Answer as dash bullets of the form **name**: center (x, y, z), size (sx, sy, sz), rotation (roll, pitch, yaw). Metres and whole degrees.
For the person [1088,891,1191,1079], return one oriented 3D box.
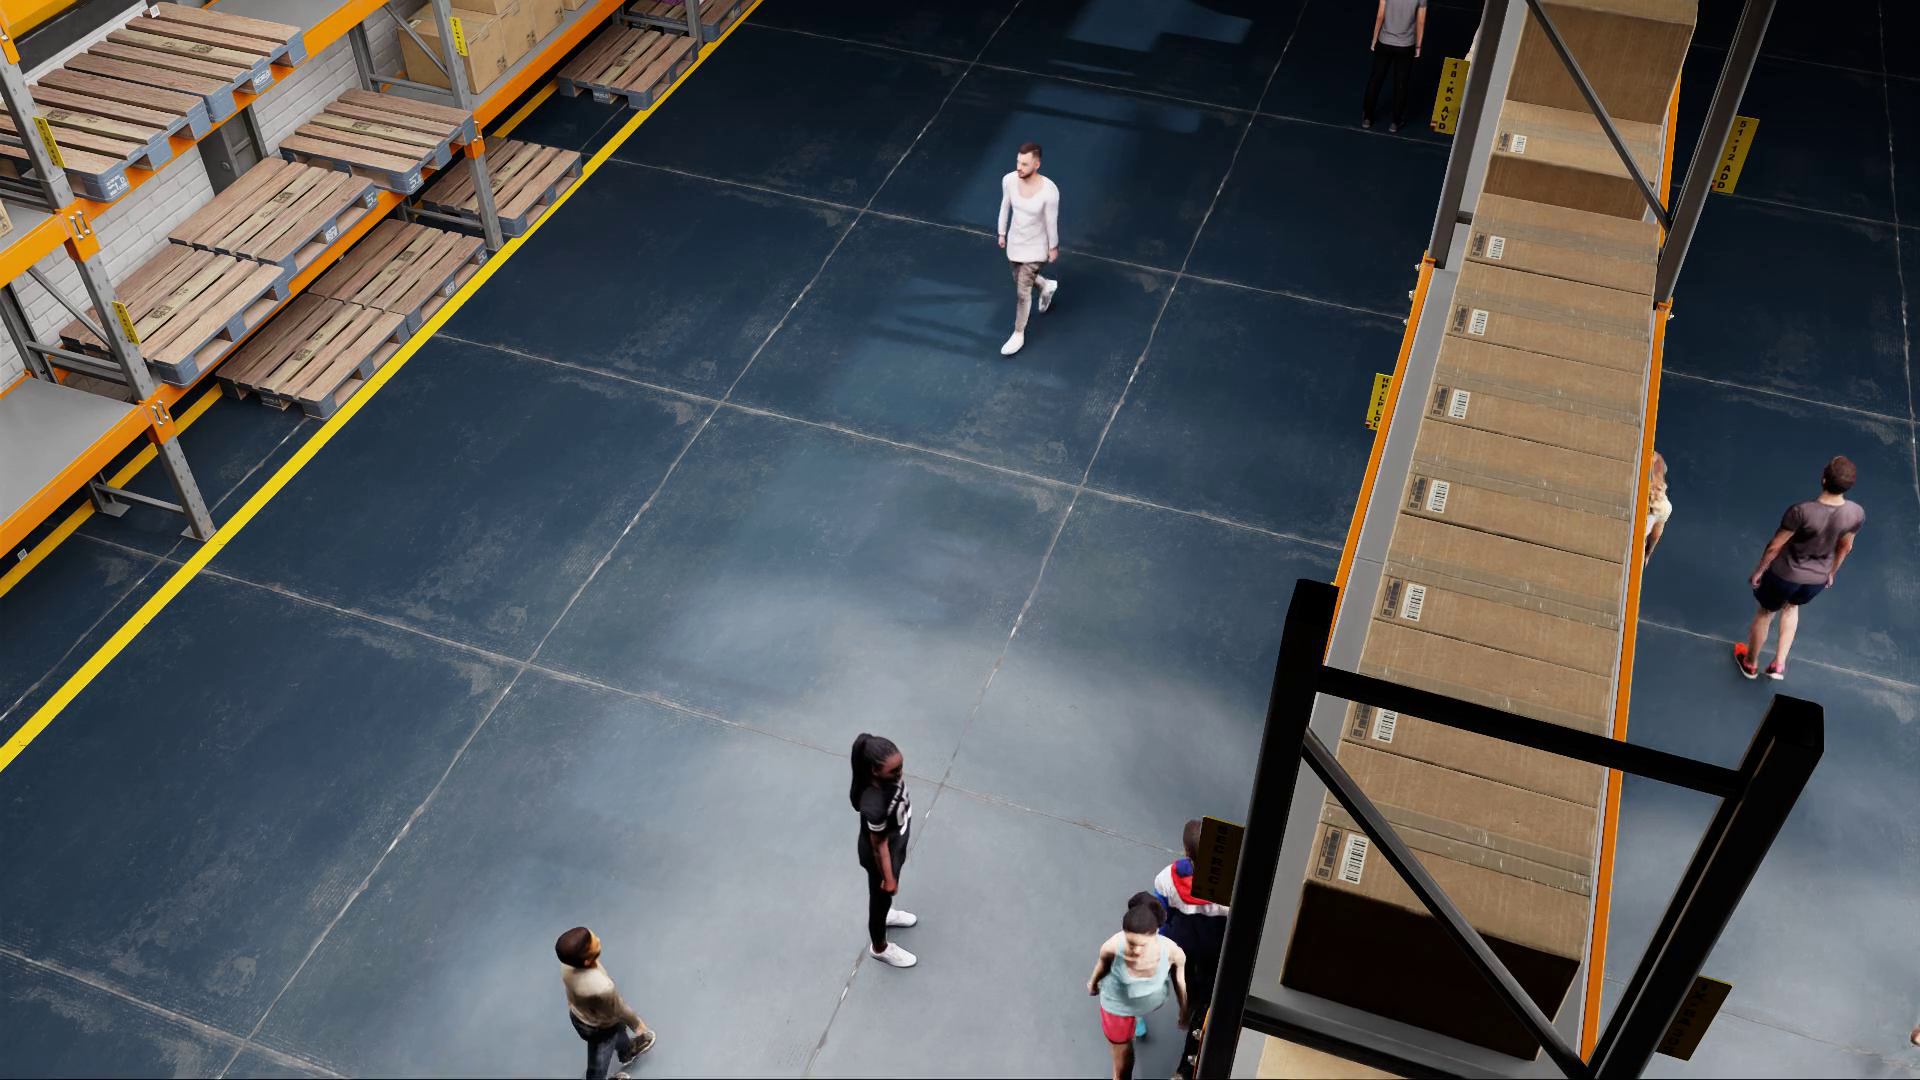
- **person**: center (0.893, 2.297, 8.499), size (0.958, 1.711, 1.324), rotation (-2, 44, -2)

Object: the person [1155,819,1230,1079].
- **person**: center (1.219, 2.151, 8.643), size (0.732, 1.725, 1.138), rotation (13, 45, 13)

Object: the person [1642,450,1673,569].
- **person**: center (4.249, 0.219, 10.724), size (0.871, 1.651, 1.228), rotation (1, 44, 1)

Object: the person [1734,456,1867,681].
- **person**: center (5.325, 0.270, 10.530), size (0.776, 1.845, 0.826), rotation (1, 44, 2)

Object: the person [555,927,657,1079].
- **person**: center (-1.917, 2.478, 8.500), size (0.830, 1.448, 0.723), rotation (-34, 53, -30)

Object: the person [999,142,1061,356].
- **person**: center (0.592, -2.418, 13.374), size (0.893, 1.814, 1.191), rotation (28, 50, 26)

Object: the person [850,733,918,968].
- **person**: center (-0.418, 1.689, 9.124), size (0.729, 1.730, 0.596), rotation (3, 44, 3)

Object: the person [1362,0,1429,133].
- **person**: center (4.161, -4.749, 15.865), size (0.620, 1.753, 0.532), rotation (16, 46, 16)
